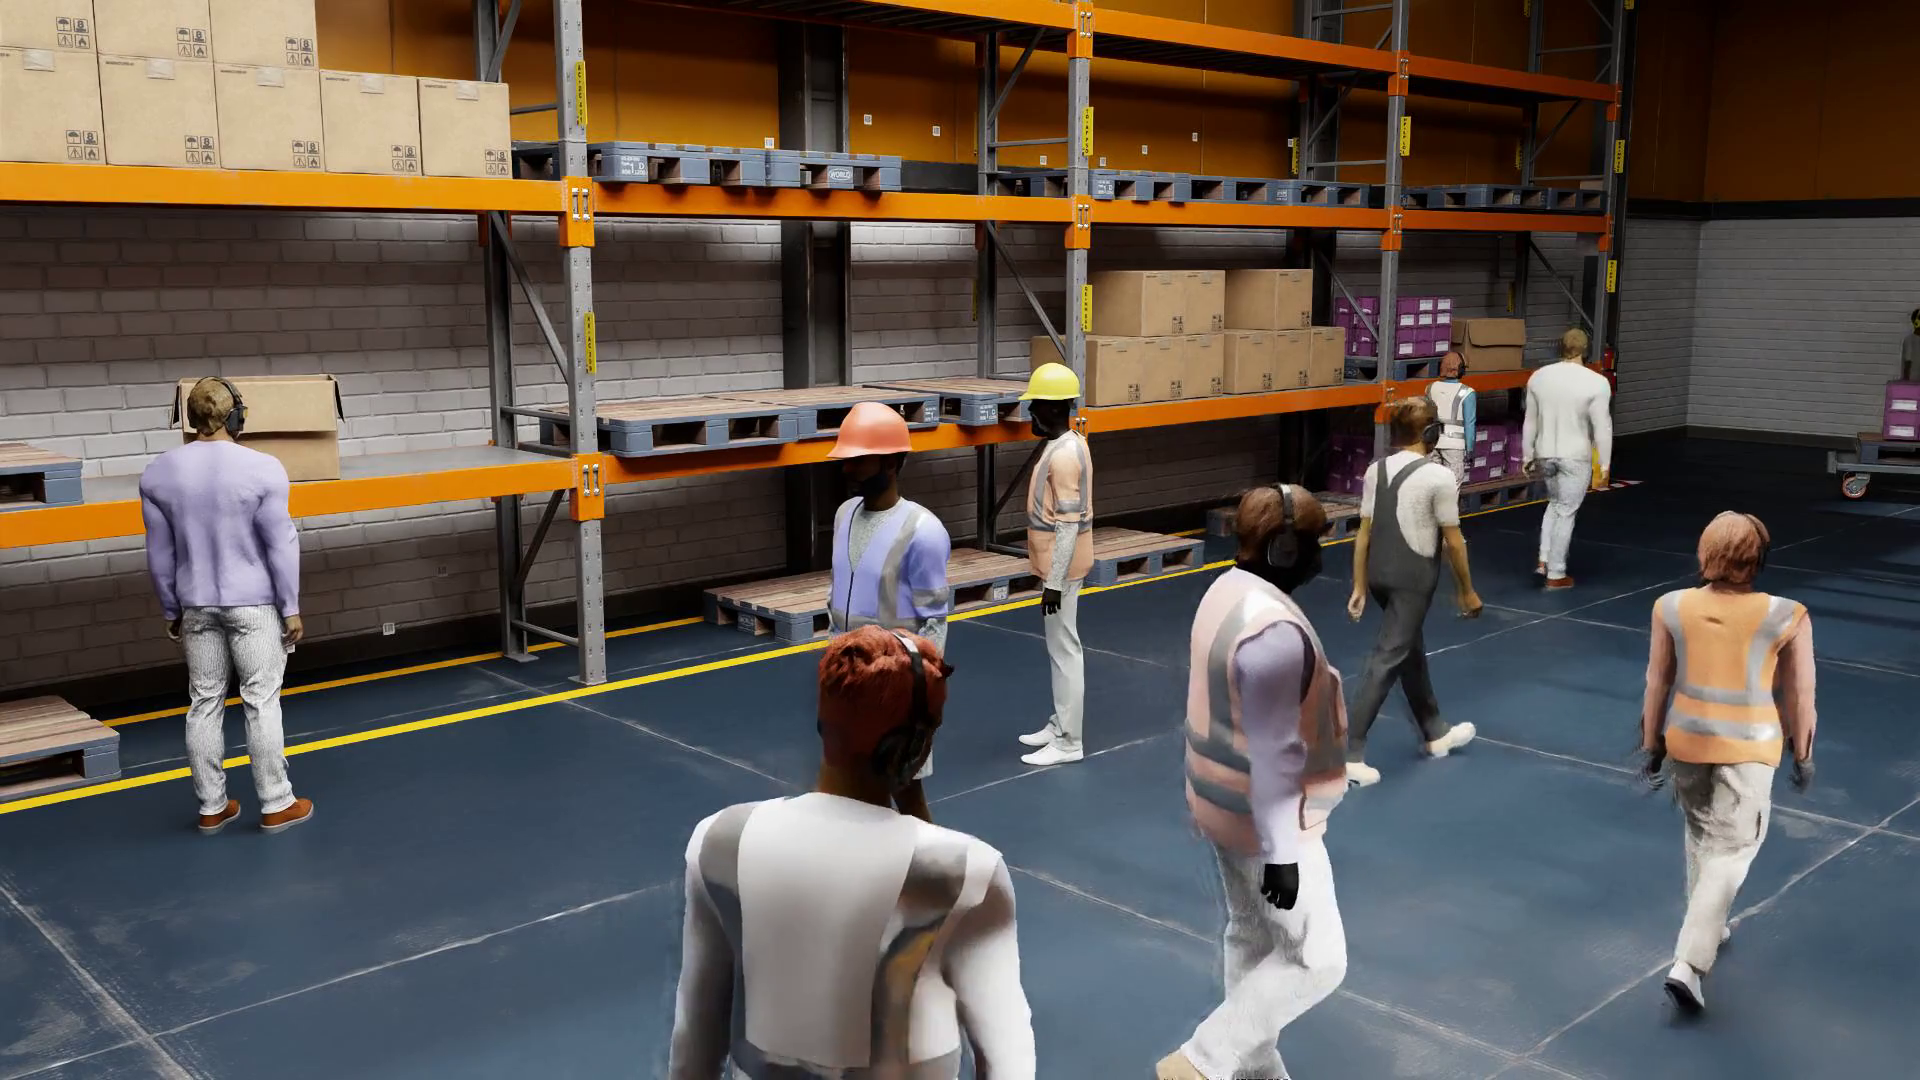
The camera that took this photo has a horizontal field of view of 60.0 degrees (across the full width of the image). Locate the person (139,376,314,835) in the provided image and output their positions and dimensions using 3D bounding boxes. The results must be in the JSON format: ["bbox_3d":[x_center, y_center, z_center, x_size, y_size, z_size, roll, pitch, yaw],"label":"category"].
[{"bbox_3d":[-3.064,0.283,6.979,0.627,1.940,0.373,0,10,2],"label":"person"}]

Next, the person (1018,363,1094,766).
[{"bbox_3d":[0.457,0.119,7.978,0.366,1.927,0.585,0,10,2],"label":"person"}]

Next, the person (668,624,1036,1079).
[{"bbox_3d":[-0.153,1.035,2.853,0.588,1.835,0.979,4,11,25],"label":"person"}]

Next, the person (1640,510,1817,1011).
[{"bbox_3d":[2.503,0.705,5.495,0.822,1.602,0.512,-9,13,-43],"label":"person"}]

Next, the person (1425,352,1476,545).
[{"bbox_3d":[4.125,-0.772,14.066,0.317,1.629,0.508,-7,12,-36],"label":"person"}]

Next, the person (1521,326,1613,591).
[{"bbox_3d":[4.427,-0.582,12.082,0.473,1.923,0.659,-7,12,-36],"label":"person"}]

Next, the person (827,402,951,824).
[{"bbox_3d":[-0.287,0.488,5.778,0.364,1.939,0.542,-9,13,-44],"label":"person"}]

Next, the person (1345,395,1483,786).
[{"bbox_3d":[2.078,0.227,7.765,1.029,1.792,0.507,-5,11,-26],"label":"person"}]

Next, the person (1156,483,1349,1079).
[{"bbox_3d":[0.823,0.753,4.528,0.436,1.830,0.654,0,10,-2],"label":"person"}]

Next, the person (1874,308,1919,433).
[{"bbox_3d":[11.117,-1.803,19.505,0.518,1.841,0.842,-8,12,-38],"label":"person"}]
